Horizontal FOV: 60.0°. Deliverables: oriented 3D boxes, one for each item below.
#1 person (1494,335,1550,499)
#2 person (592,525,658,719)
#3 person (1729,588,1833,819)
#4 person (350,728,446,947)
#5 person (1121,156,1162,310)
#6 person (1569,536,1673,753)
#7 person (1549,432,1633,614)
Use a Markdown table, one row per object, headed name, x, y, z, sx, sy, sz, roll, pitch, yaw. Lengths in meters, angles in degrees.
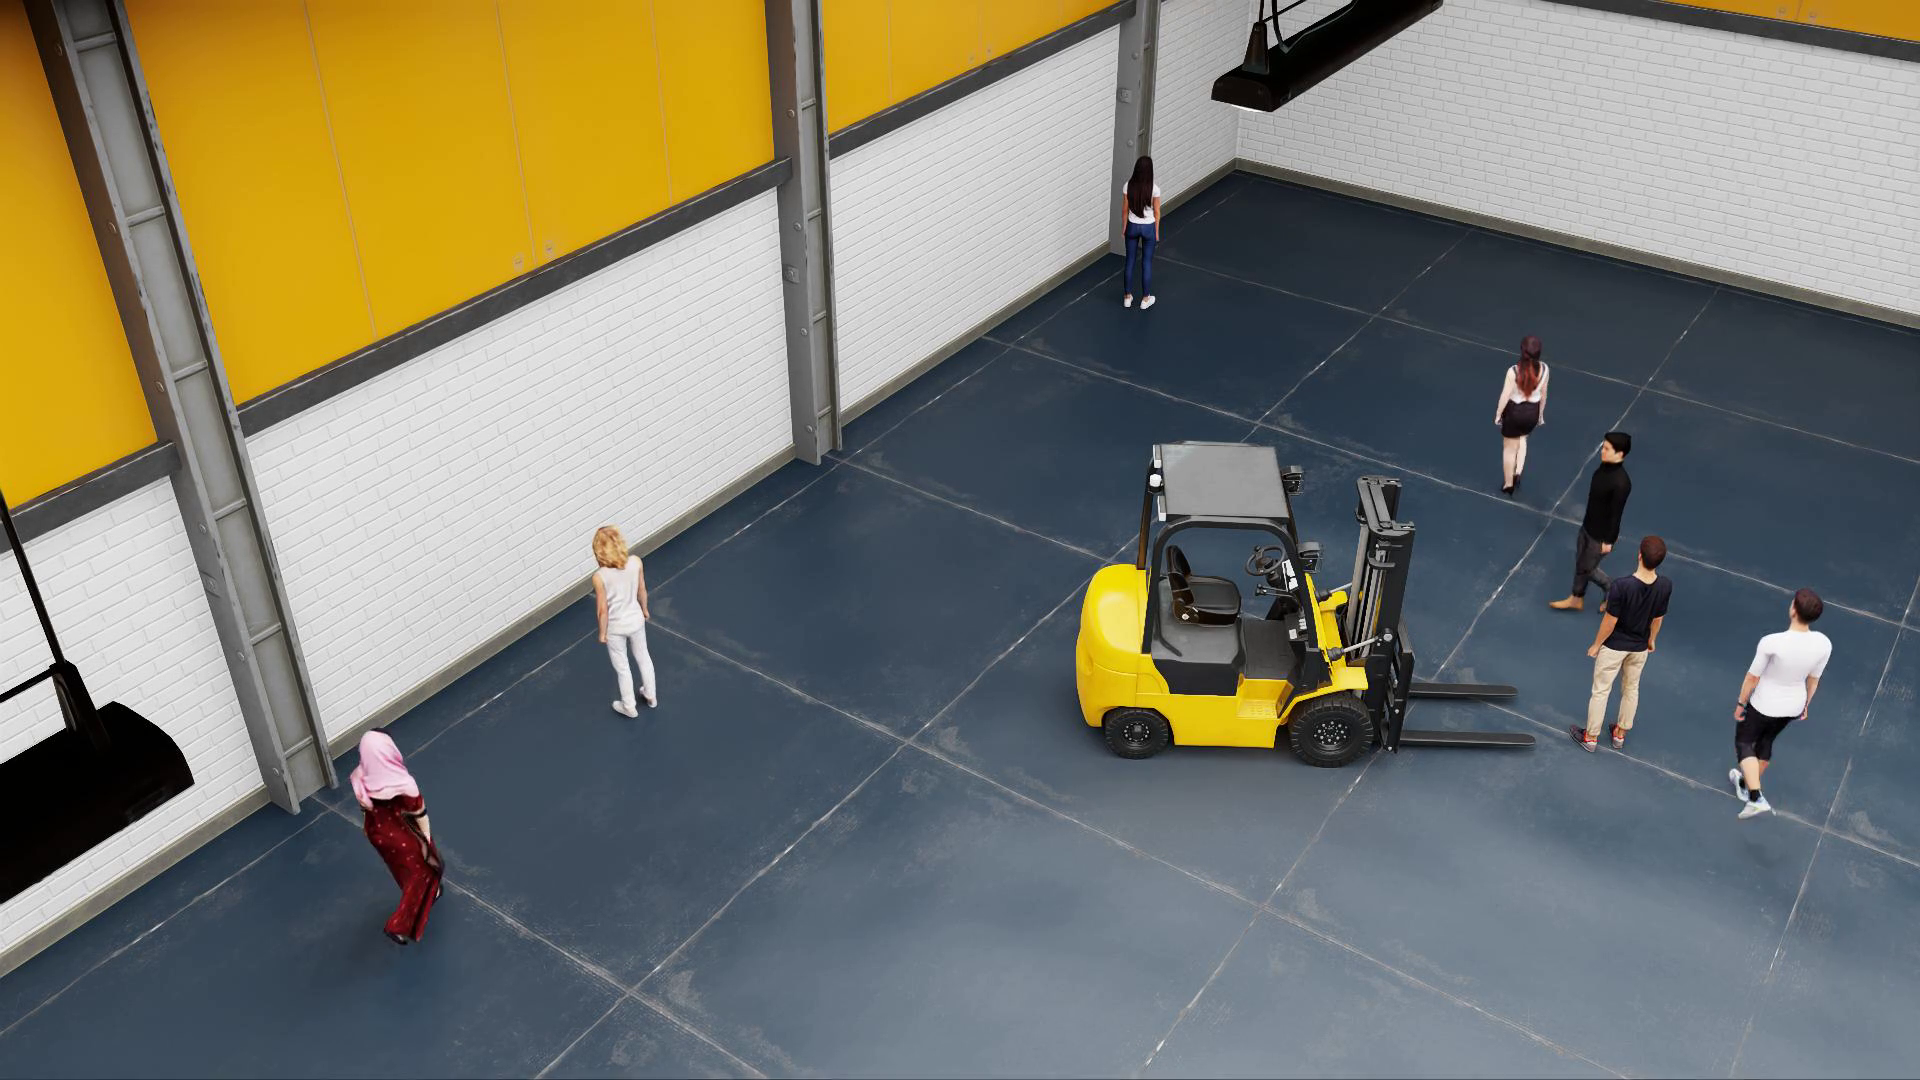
| name | x | y | z | sx | sy | sz | roll | pitch | yaw |
| --- | --- | --- | --- | --- | --- | --- | --- | --- | --- |
| person | 5.153 | -1.082 | 15.204 | 0.704 | 1.637 | 0.760 | -4 | 34 | -7 |
| person | -2.555 | 0.615 | 12.621 | 0.548 | 1.671 | 0.707 | -28 | 42 | -35 |
| person | 5.722 | 1.193 | 11.606 | 0.967 | 1.833 | 1.080 | 0 | 34 | 1 |
| person | -3.649 | 1.918 | 10.699 | 0.814 | 1.628 | 0.989 | 10 | 35 | 14 |
| person | 2.023 | -3.450 | 18.643 | 0.636 | 1.775 | 0.585 | 12 | 35 | 18 |
| person | 4.889 | 0.767 | 12.224 | 0.706 | 1.858 | 0.754 | -4 | 34 | -6 |
| person | 5.323 | -0.112 | 13.676 | 0.938 | 1.714 | 0.894 | 1 | 34 | 1 |
